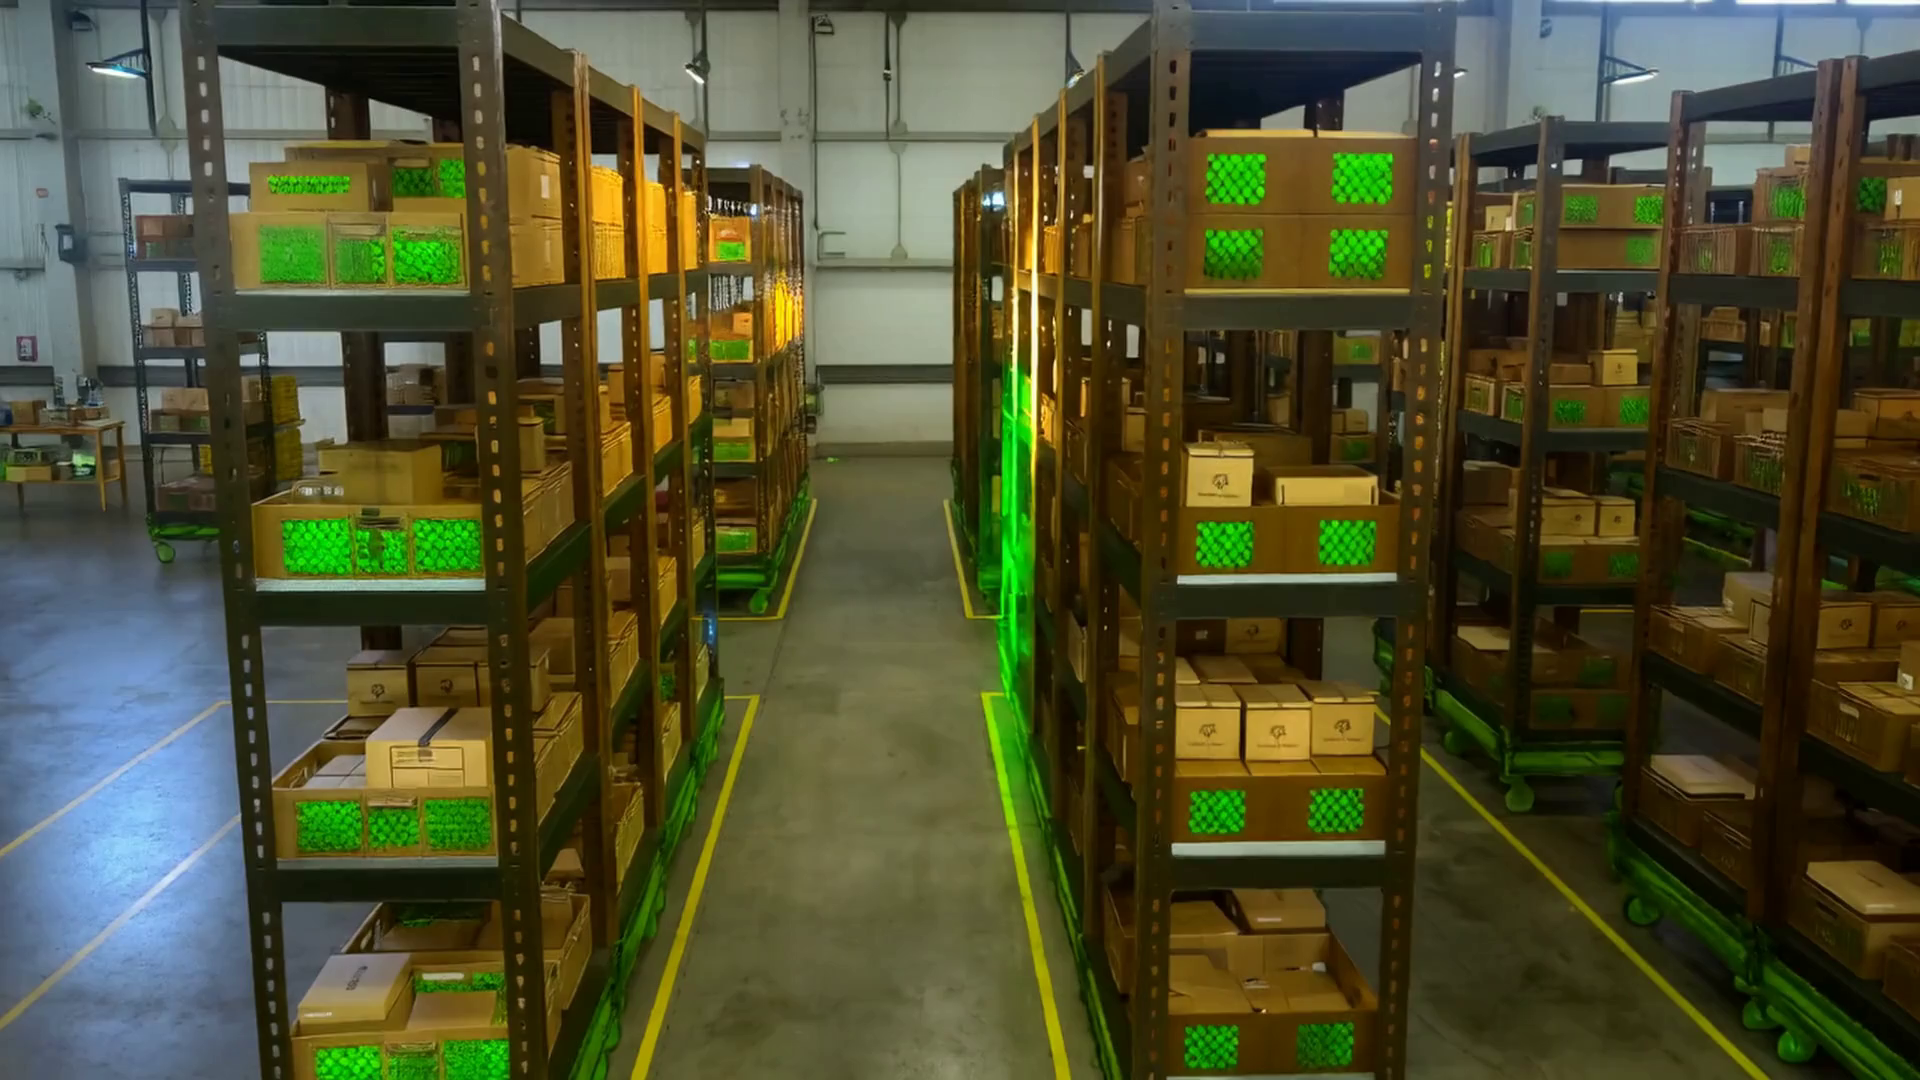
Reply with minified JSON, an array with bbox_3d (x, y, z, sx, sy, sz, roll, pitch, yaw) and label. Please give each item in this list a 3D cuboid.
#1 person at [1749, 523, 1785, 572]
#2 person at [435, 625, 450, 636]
[{"bbox_3d":[6.392,-0.177,12.925,0.925,1.800,0.594,-2,10,-10],"label":"person"},{"bbox_3d":[-2.757,0.397,9.409,0.626,1.911,0.944,2,10,12],"label":"person"}]
